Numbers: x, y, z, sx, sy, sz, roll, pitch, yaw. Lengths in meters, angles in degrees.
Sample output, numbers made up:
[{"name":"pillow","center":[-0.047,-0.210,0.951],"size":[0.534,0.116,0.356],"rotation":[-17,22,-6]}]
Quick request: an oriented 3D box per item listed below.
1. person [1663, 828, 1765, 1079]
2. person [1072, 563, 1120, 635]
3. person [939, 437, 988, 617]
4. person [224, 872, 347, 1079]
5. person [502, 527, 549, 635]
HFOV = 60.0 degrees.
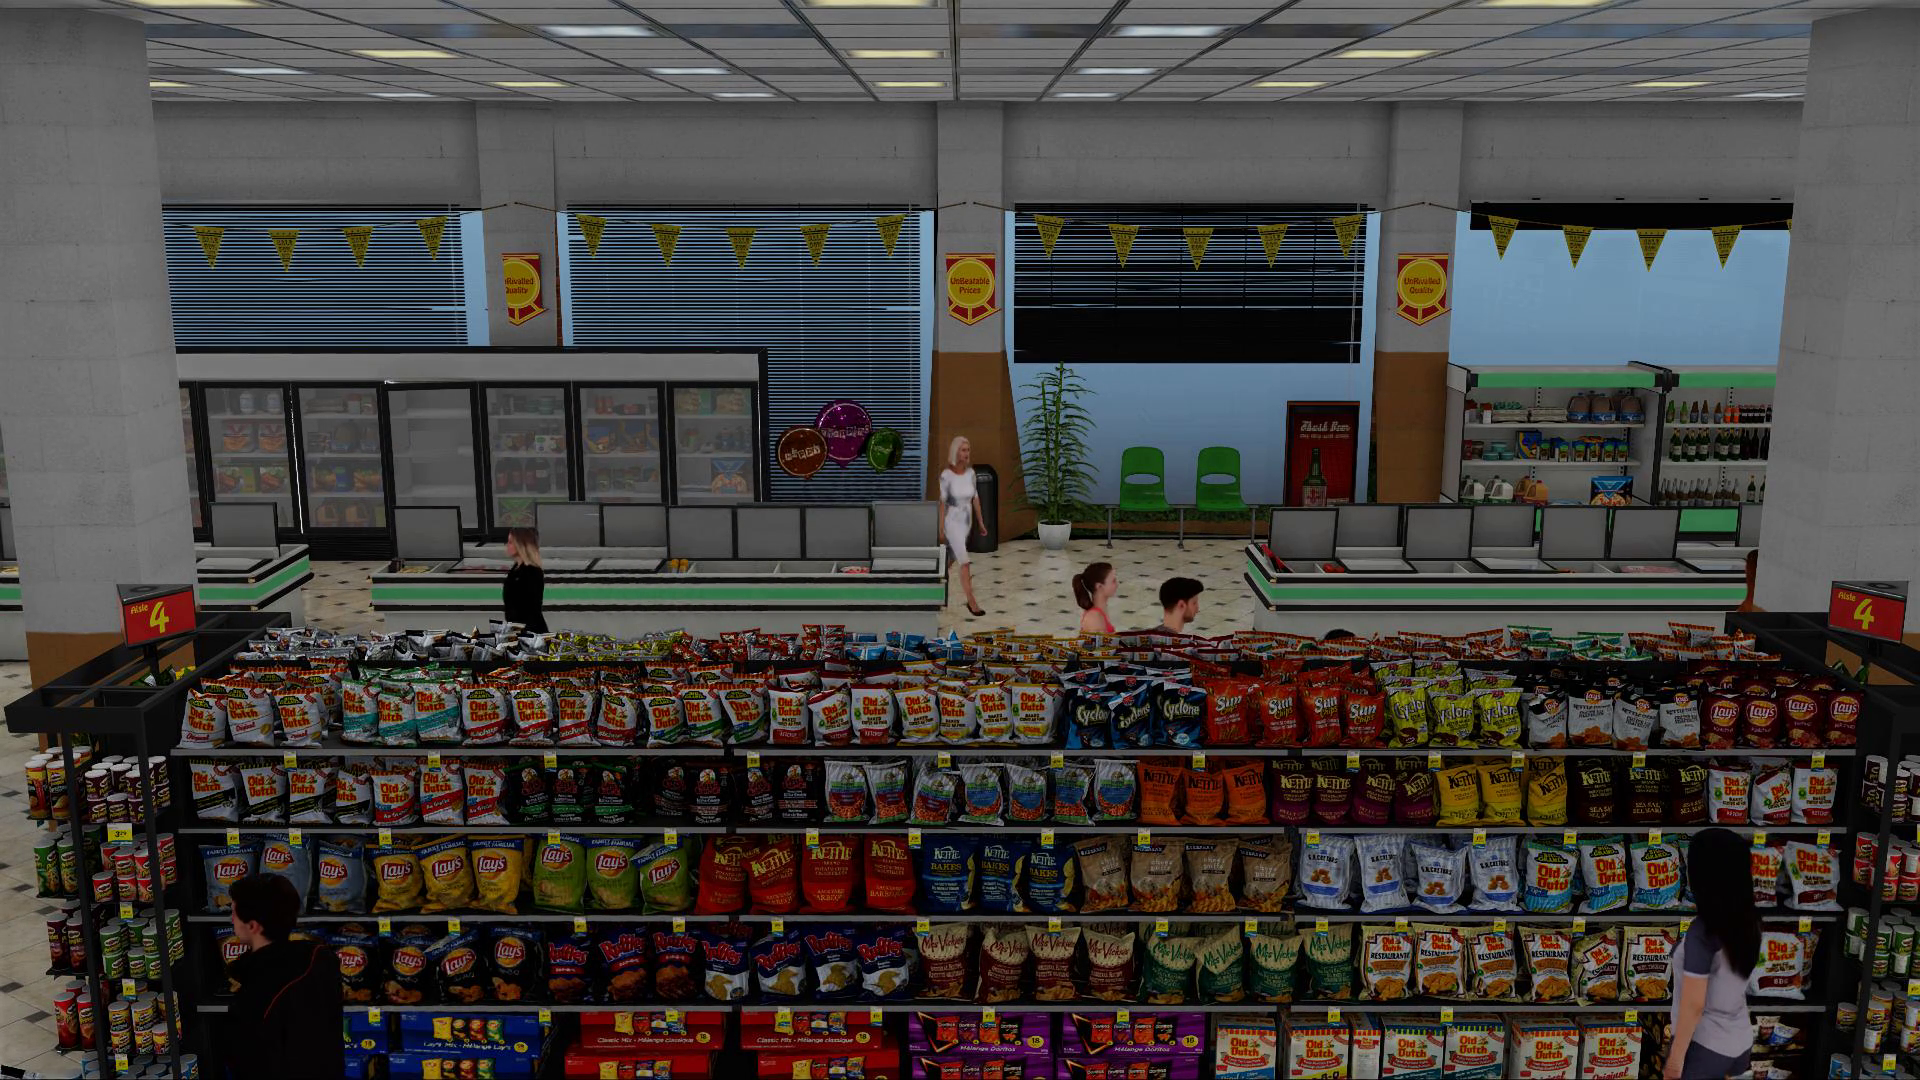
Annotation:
[{"name":"person","center":[2.871,1.912,6.358],"size":[0.664,1.707,0.739],"rotation":[-11,16,-41]},{"name":"person","center":[0.785,1.017,10.613],"size":[1.194,1.705,0.642],"rotation":[1,12,4]},{"name":"person","center":[-0.088,-0.133,16.068],"size":[1.128,1.709,1.045],"rotation":[10,16,41]},{"name":"person","center":[-2.175,2.004,5.628],"size":[0.711,1.827,0.765],"rotation":[2,12,7]},{"name":"person","center":[-3.034,0.735,12.039],"size":[0.747,1.671,0.728],"rotation":[-6,13,-26]}]
